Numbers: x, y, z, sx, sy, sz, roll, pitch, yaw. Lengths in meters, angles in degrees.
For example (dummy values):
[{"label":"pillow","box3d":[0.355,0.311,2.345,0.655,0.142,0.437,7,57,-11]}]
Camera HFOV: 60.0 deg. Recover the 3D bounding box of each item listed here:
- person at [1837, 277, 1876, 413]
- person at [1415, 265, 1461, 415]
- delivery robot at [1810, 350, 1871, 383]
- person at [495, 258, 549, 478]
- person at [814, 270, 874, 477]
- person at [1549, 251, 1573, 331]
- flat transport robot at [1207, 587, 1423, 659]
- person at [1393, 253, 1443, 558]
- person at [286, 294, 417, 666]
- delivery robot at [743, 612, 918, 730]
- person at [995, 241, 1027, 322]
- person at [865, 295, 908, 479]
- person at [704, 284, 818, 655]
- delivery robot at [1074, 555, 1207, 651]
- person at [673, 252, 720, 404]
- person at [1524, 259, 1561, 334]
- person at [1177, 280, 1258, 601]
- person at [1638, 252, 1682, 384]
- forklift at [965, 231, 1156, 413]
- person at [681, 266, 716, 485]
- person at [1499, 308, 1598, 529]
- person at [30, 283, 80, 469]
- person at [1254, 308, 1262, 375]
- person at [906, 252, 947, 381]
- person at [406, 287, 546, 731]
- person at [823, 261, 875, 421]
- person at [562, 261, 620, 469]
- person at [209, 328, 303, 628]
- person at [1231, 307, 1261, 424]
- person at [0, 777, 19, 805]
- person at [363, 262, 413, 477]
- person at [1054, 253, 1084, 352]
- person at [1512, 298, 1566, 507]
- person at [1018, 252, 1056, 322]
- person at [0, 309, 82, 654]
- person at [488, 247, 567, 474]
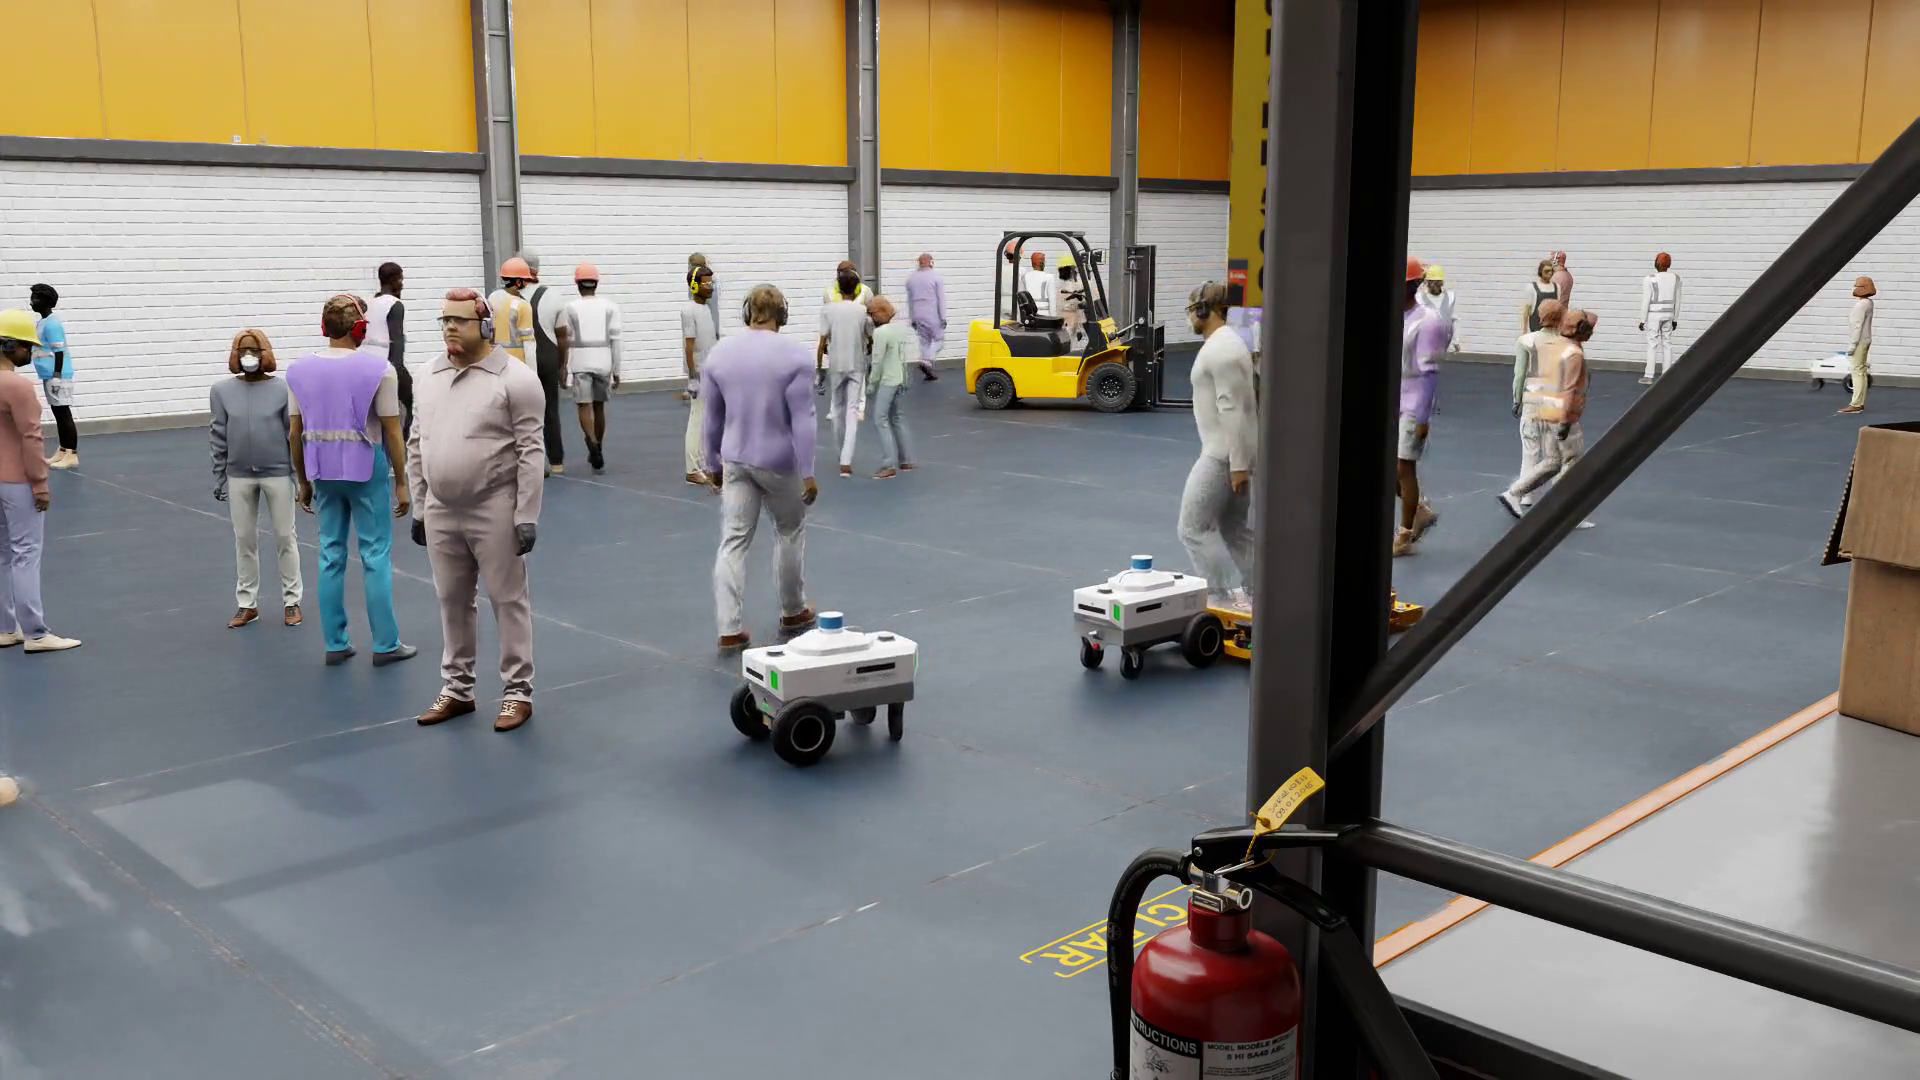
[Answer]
[{"label":"person","box3d":[10.847,-2.354,20.084,0.280,1.636,0.504,9,14,40]},{"label":"person","box3d":[5.737,-2.437,20.180,0.582,1.781,0.971,-1,10,-4]},{"label":"delivery robot","box3d":[12.049,-2.352,22.768,0.707,0.478,0.477,8,13,38]},{"label":"person","box3d":[-3.878,-1.499,14.602,0.551,1.934,0.375,8,13,37]},{"label":"person","box3d":[-1.017,-1.510,14.984,0.534,1.810,0.990,1,10,6]},{"label":"person","box3d":[8.516,-3.183,23.866,0.408,1.909,0.642,8,13,36]},{"label":"flat transport robot","box3d":[1.780,0.388,8.857,1.431,0.197,0.652,-9,14,-40]},{"label":"person","box3d":[2.930,-0.879,10.972,0.506,2.026,0.641,-4,11,-19]},{"label":"person","box3d":[-3.018,-0.284,8.224,0.569,1.843,0.373,1,10,6]},{"label":"delivery robot","box3d":[-0.536,0.544,6.974,0.707,0.478,0.477,-6,12,-30]},{"label":"person","box3d":[0.802,-3.435,24.856,0.607,2.048,0.369,9,14,41]},{"label":"person","box3d":[-0.647,-1.377,14.848,0.357,1.608,0.713,2,11,11]},{"label":"person","box3d":[-1.008,-0.387,8.712,0.676,1.869,0.976,3,11,16]},{"label":"delivery robot","box3d":[0.891,0.318,8.207,0.707,0.478,0.477,-9,14,-40]},{"label":"person","box3d":[-3.329,-2.608,20.706,0.846,1.910,0.662,2,11,10]},{"label":"person","box3d":[7.824,-2.873,22.419,0.516,1.819,0.870,-2,11,-10]},{"label":"person","box3d":[1.408,-0.415,8.813,0.602,1.892,0.639,3,11,15]},{"label":"person","box3d":[10.043,-3.174,23.881,0.576,1.885,0.355,-1,10,-7]},{"label":"forklift","box3d":[1.222,-2.721,20.561,2.313,2.155,1.214,2,11,13]},{"label":"person","box3d":[-2.215,-1.414,14.322,0.315,1.870,0.533,2,11,9]},{"label":"person","box3d":[4.316,-0.884,12.129,0.603,1.612,0.523,0,10,3]},{"label":"person","box3d":[-8.311,-1.499,15.256,0.321,1.697,0.535,-8,13,-36]},{"label":"person","box3d":[3.424,-2.086,17.807,0.551,1.934,0.376,5,11,25]},{"label":"person","box3d":[-0.484,-3.265,24.372,0.673,1.883,0.465,7,12,32]},{"label":"person","box3d":[-2.109,-0.129,7.200,0.642,1.913,0.409,3,11,15]},{"label":"person","box3d":[-1.306,-2.291,19.181,0.636,1.840,0.429,2,11,13]},{"label":"person","box3d":[-3.372,-1.590,15.218,0.550,1.904,0.866,-4,11,-22]},{"label":"person","box3d":[-3.821,-0.336,9.079,0.500,1.636,0.282,-1,10,-8]},{"label":"person","box3d":[3.186,-2.219,18.637,0.888,1.904,0.555,-4,11,-23]},{"label":"person","box3d":[-3.800,0.166,5.916,0.433,1.812,0.769,3,11,15]},{"label":"person","box3d":[-4.994,-1.505,14.751,0.620,1.888,0.645,10,14,44]},{"label":"person","box3d":[1.523,-2.907,22.380,0.791,1.909,0.599,-5,11,-24]},{"label":"person","box3d":[4.603,-1.070,13.080,0.516,1.638,0.308,1,10,5]},{"label":"person","box3d":[1.141,-3.292,24.546,0.574,1.877,0.361,5,11,24]},{"label":"person","box3d":[-4.834,-0.298,8.548,0.526,1.757,0.342,7,12,33]},{"label":"person","box3d":[-3.838,-1.576,14.737,0.686,2.000,0.535,-4,11,-22]}]
